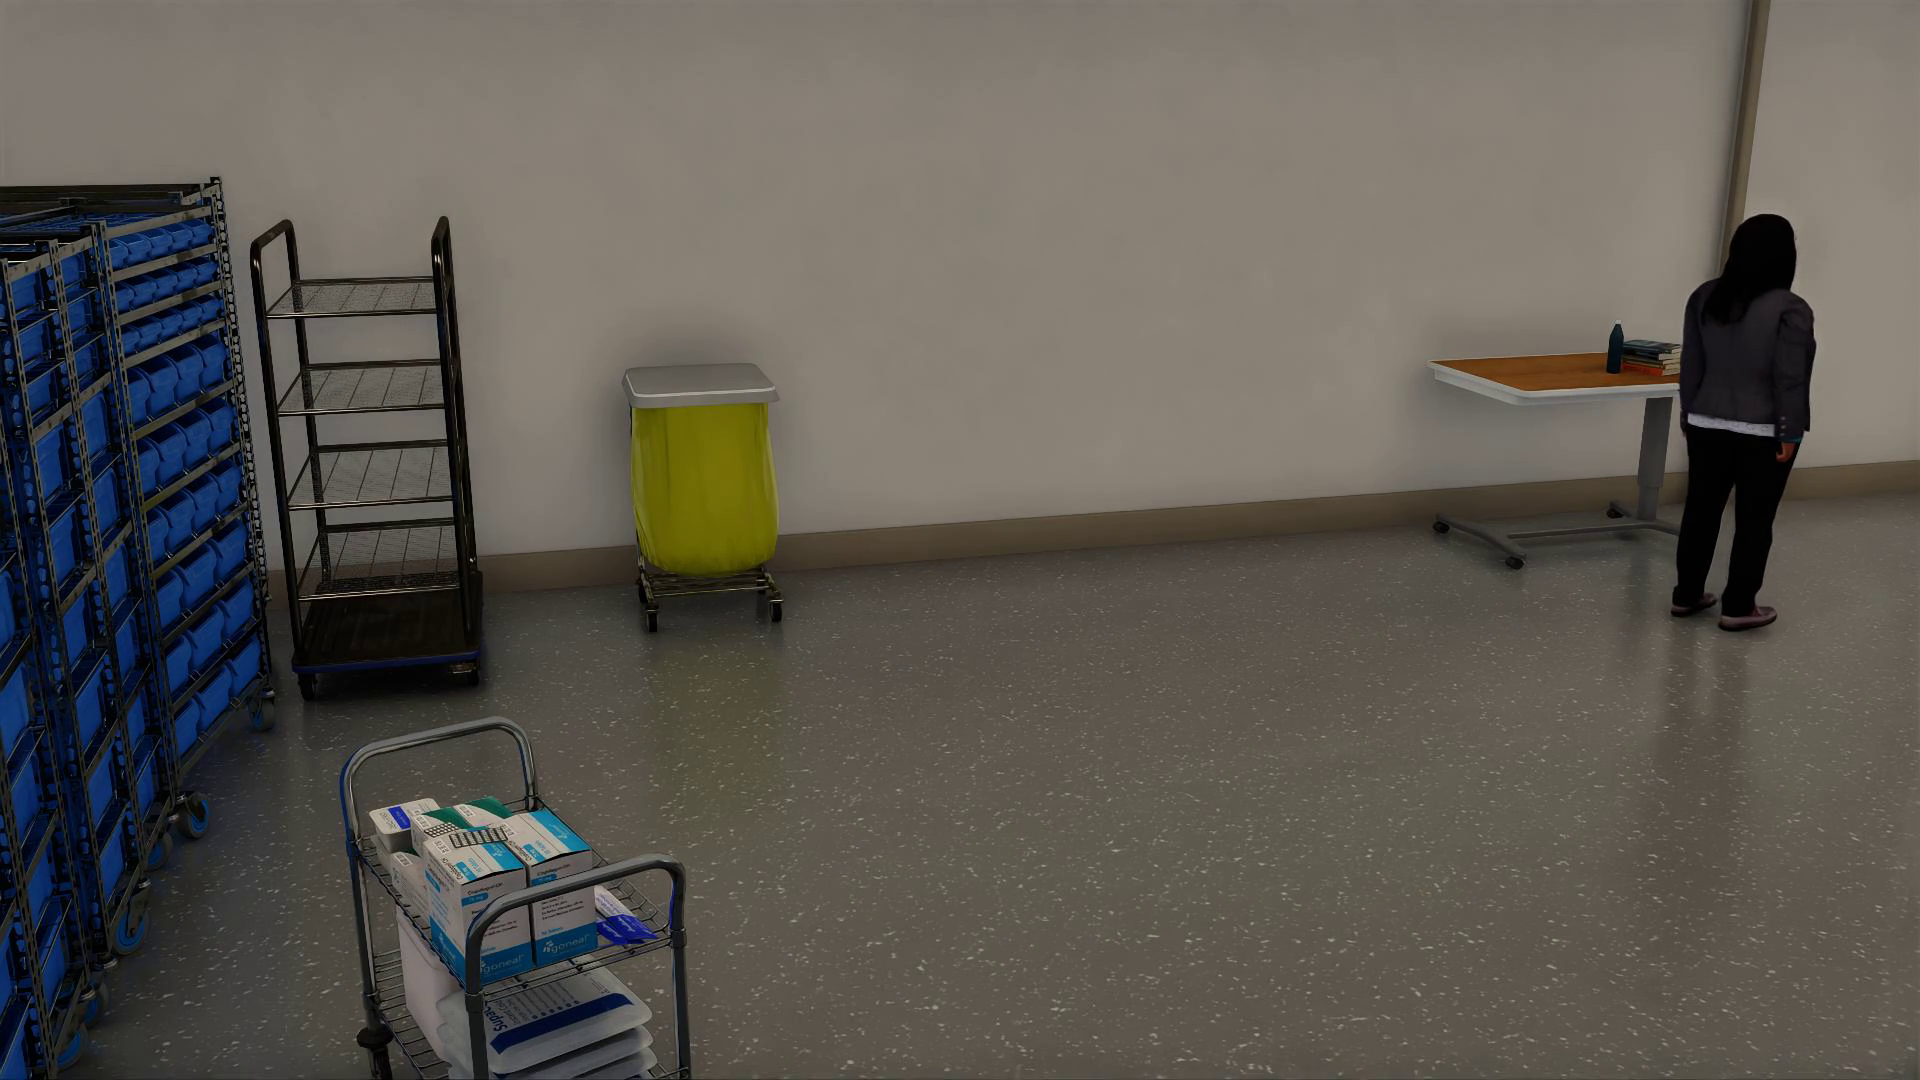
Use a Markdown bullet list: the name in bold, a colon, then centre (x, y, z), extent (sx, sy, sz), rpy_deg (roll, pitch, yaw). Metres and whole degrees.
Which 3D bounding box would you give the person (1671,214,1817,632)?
- **person**: centre (3.014, -0.449, 6.420), extent (0.756, 1.597, 0.751), rpy_deg (-10, 18, -31)
